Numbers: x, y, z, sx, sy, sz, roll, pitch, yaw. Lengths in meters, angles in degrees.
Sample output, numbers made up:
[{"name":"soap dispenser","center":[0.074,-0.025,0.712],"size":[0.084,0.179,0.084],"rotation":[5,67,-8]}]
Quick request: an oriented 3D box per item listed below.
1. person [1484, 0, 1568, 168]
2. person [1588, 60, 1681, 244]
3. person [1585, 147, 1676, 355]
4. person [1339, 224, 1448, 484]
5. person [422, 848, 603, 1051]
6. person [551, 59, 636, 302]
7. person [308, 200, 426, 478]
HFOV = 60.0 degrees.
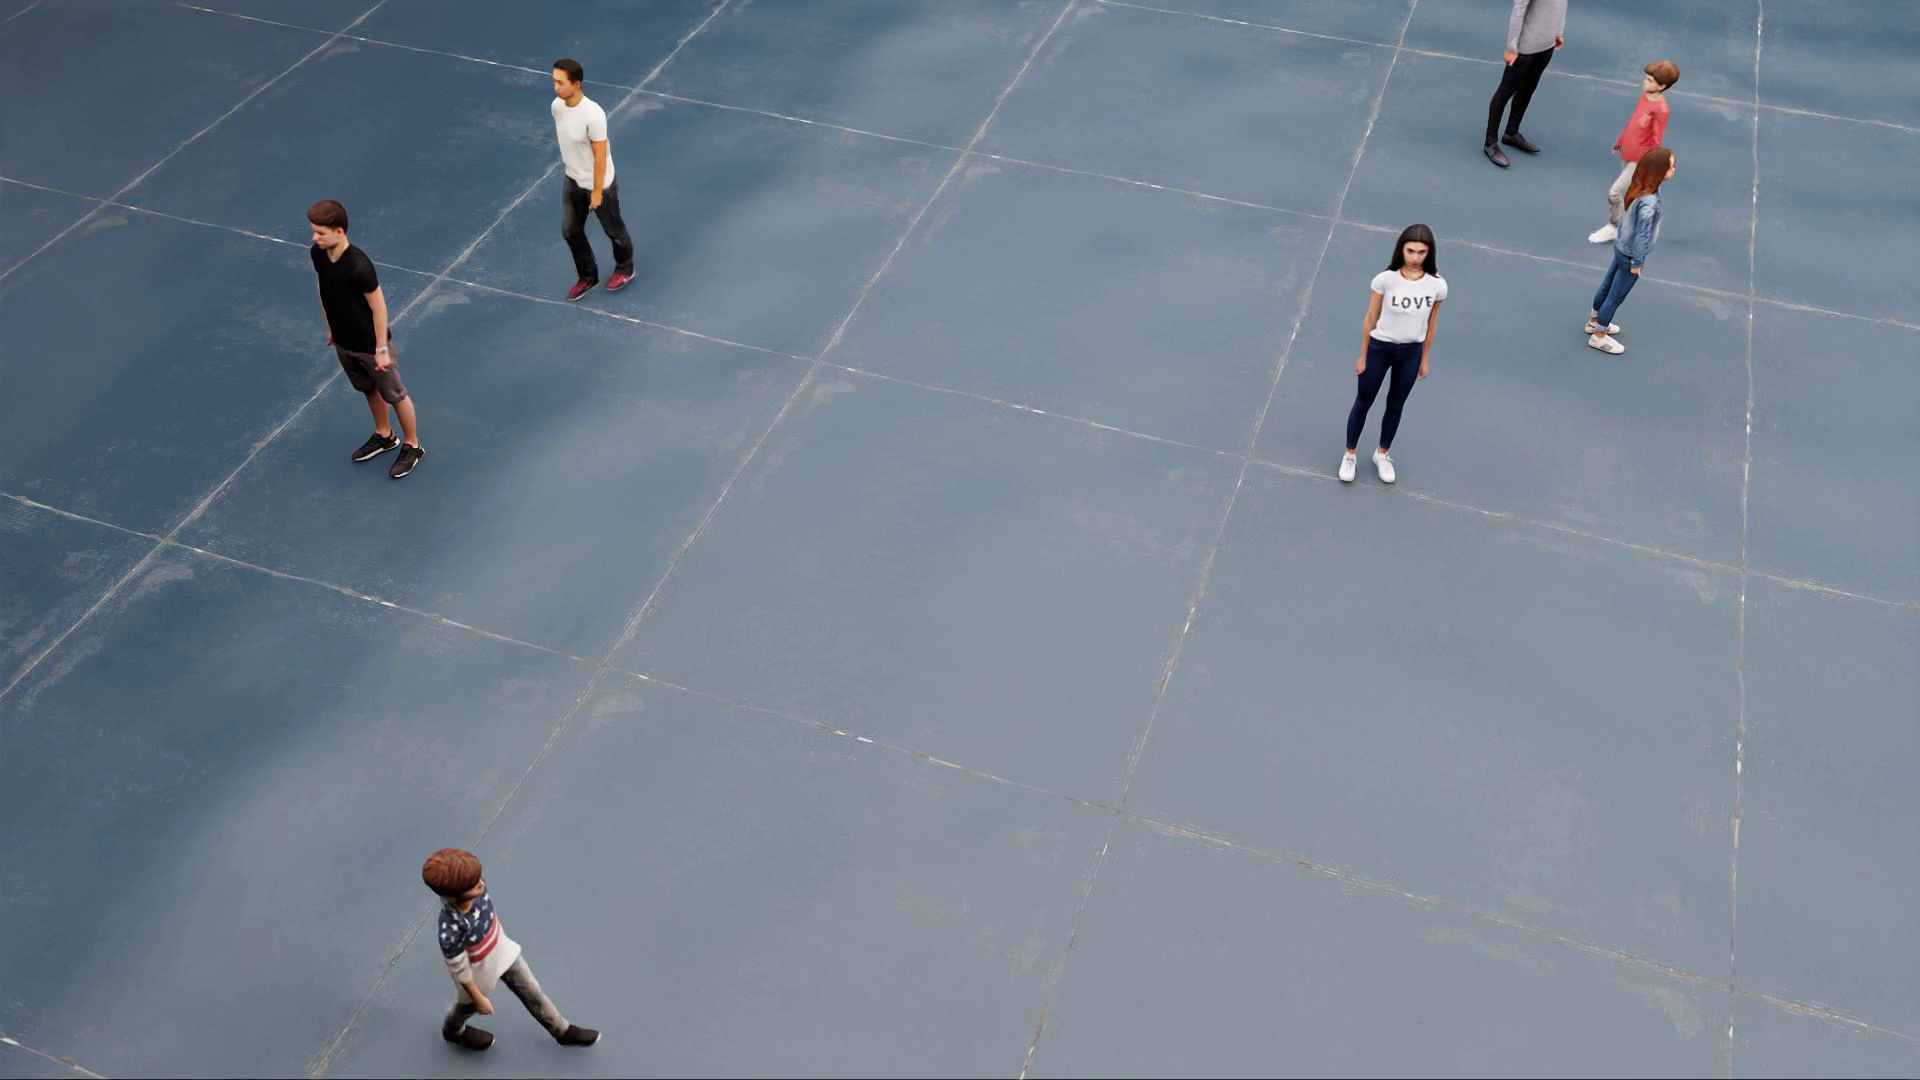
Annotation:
[{"name":"person","center":[4.405,-3.869,12.806],"size":[0.840,1.923,0.865],"rotation":[-23,48,-23]},{"name":"person","center":[4.974,-2.793,12.035],"size":[0.688,1.403,0.629],"rotation":[-1,43,-1]},{"name":"person","center":[4.460,-1.944,11.072],"size":[0.541,1.475,0.600],"rotation":[7,43,7]},{"name":"person","center":[2.583,-1.107,9.956],"size":[0.554,1.775,0.706],"rotation":[2,43,2]},{"name":"person","center":[-2.112,1.797,7.119],"size":[0.999,1.403,0.639],"rotation":[7,44,8]},{"name":"person","center":[-2.473,-2.513,11.458],"size":[0.766,1.781,0.765],"rotation":[21,47,21]},{"name":"person","center":[-3.595,-1.232,10.027],"size":[0.592,1.862,0.774],"rotation":[23,48,23]}]
